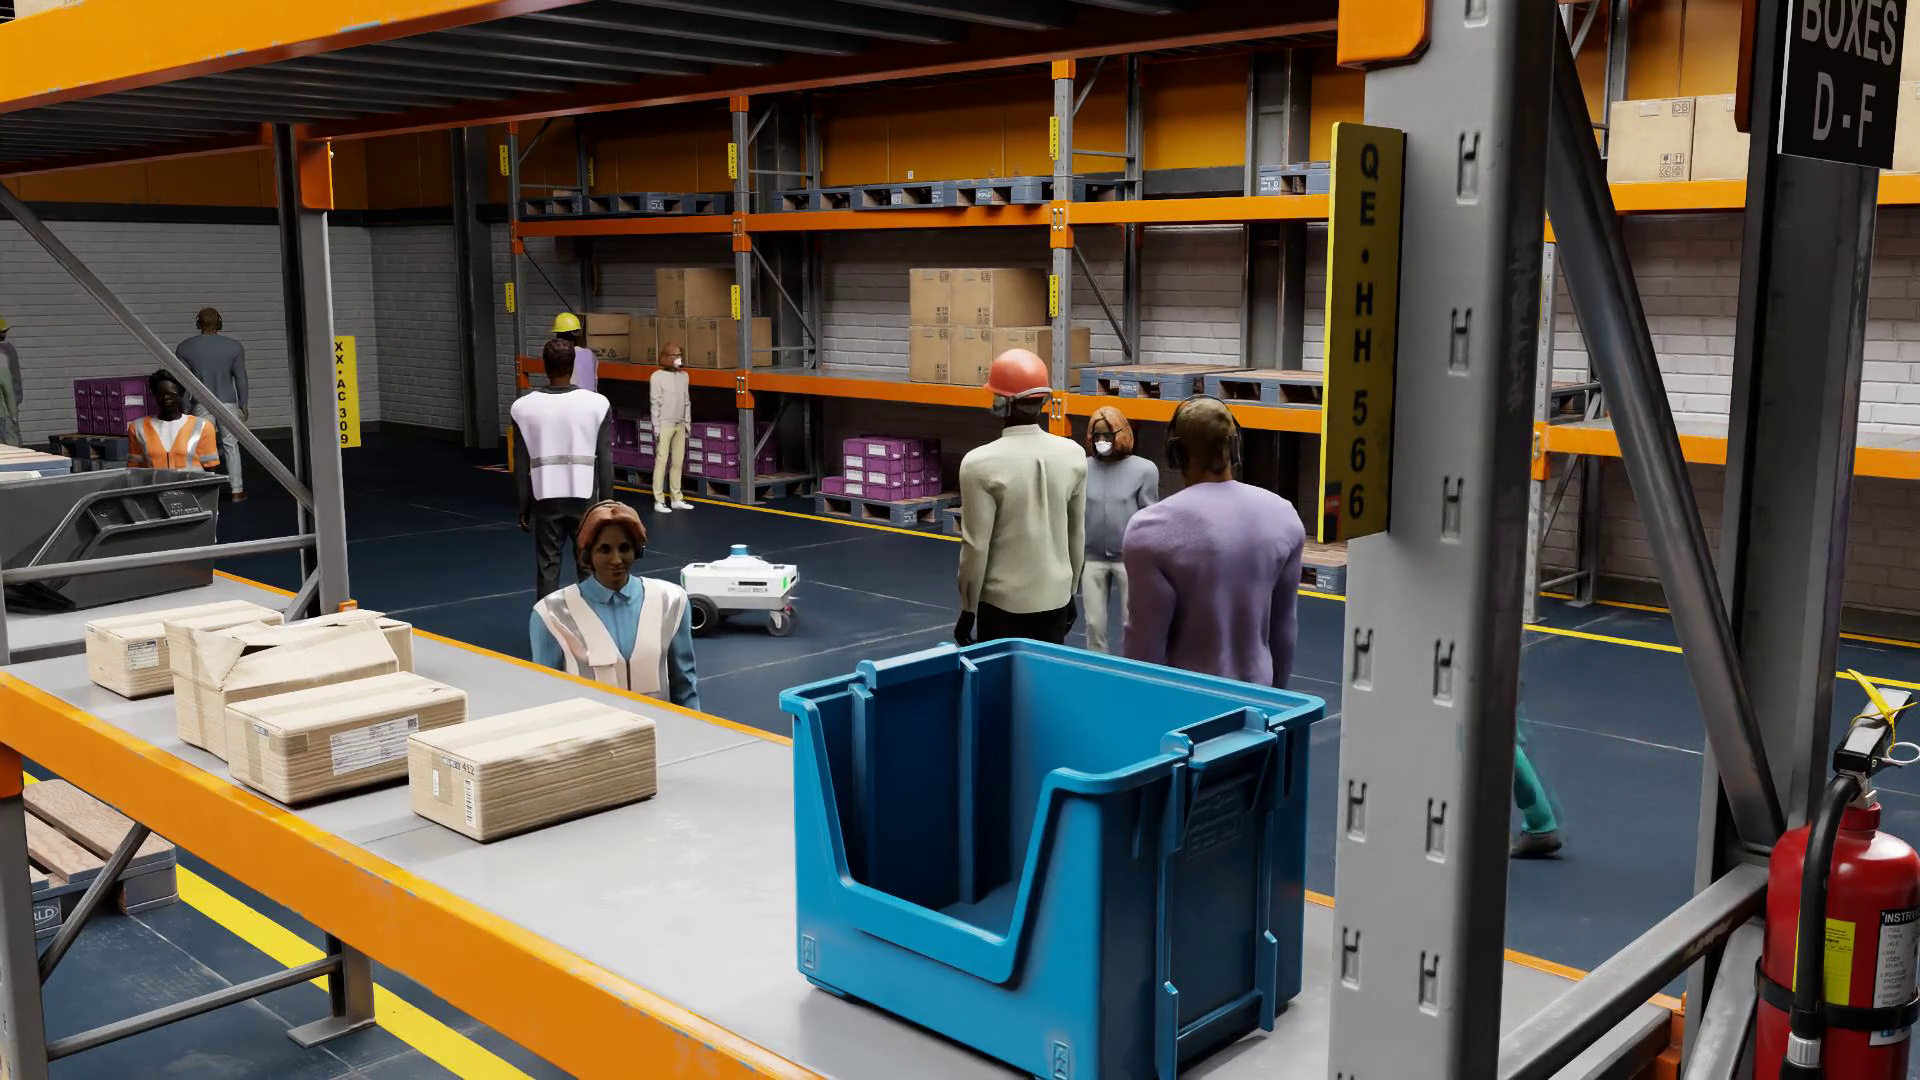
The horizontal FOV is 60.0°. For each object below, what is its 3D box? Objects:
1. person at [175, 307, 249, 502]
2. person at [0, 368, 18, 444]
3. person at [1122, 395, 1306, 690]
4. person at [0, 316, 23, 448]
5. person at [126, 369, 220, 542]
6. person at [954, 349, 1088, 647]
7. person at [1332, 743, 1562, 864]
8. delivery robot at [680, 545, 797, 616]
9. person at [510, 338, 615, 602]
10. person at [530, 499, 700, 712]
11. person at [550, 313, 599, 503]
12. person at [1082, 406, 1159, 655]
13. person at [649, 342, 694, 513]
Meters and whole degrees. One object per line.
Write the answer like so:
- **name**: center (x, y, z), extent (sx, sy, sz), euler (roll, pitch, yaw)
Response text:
- **person**: center (-7.373, -1.327, 16.457), extent (0.635, 1.938, 0.359), euler (-4, 10, -21)
- **person**: center (-9.889, -1.229, 16.931), extent (0.511, 1.586, 0.800), euler (-4, 10, -23)
- **person**: center (0.758, 0.521, 5.152), extent (0.627, 1.934, 0.370), euler (-4, 10, -25)
- **person**: center (-10.267, -1.496, 17.814), extent (0.404, 1.835, 0.587), euler (-4, 10, -22)
- **person**: center (-4.919, -0.224, 10.426), extent (0.537, 1.700, 0.317), euler (-3, 10, -16)
- **person**: center (0.243, 0.226, 6.758), extent (0.612, 1.997, 0.376), euler (-6, 11, -34)
- **person**: center (1.943, 0.428, 6.390), extent (0.919, 1.718, 0.539), euler (0, 9, 1)
- **delivery robot**: center (-1.402, 0.273, 10.595), extent (0.707, 0.478, 0.477), euler (1, 9, 6)
- **person**: center (-2.346, -0.235, 9.874), extent (0.582, 1.911, 0.391), euler (-1, 9, -8)
- **person**: center (-1.039, 0.687, 5.051), extent (0.518, 1.634, 0.311), euler (-5, 11, -28)
- **person**: center (-3.548, -1.121, 15.273), extent (0.399, 1.919, 0.588), euler (4, 10, 23)
- **person**: center (0.771, 0.122, 8.545), extent (0.506, 1.622, 0.298), euler (3, 10, 20)
- **person**: center (-2.761, -1.074, 15.869), extent (0.286, 1.627, 0.493), euler (6, 11, 34)
